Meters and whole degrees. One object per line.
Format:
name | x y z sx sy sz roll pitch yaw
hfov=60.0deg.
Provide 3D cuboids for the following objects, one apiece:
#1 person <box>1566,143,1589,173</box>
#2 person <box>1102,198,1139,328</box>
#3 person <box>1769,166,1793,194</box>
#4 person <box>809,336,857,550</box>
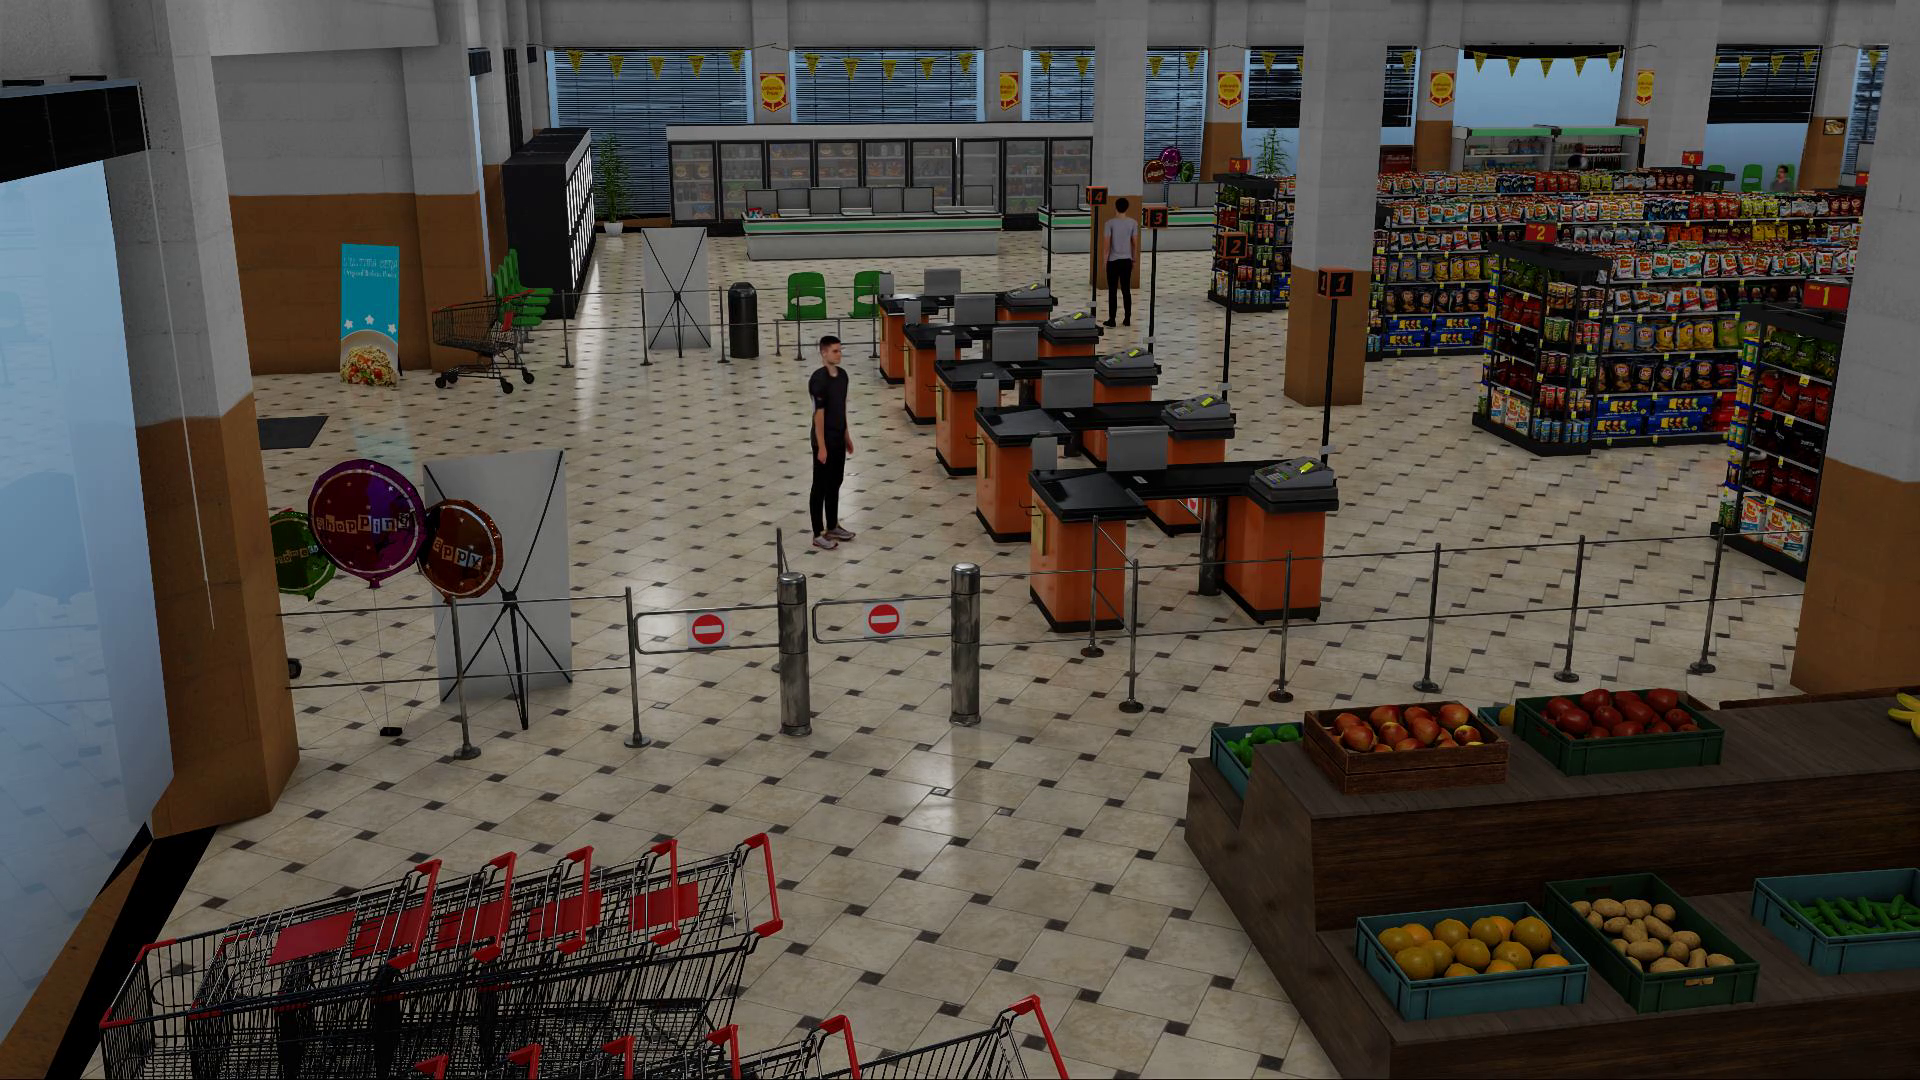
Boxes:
person | 13.767 -7.993 37.404 1.255 1.793 0.880 -8 18 -24
person | 2.337 -4.067 24.354 0.502 1.863 0.747 -4 17 -14
person | 15.683 -6.256 31.824 1.190 1.712 0.718 -5 18 -17
person | -1.085 -0.830 13.867 0.738 1.762 0.716 8 19 25
